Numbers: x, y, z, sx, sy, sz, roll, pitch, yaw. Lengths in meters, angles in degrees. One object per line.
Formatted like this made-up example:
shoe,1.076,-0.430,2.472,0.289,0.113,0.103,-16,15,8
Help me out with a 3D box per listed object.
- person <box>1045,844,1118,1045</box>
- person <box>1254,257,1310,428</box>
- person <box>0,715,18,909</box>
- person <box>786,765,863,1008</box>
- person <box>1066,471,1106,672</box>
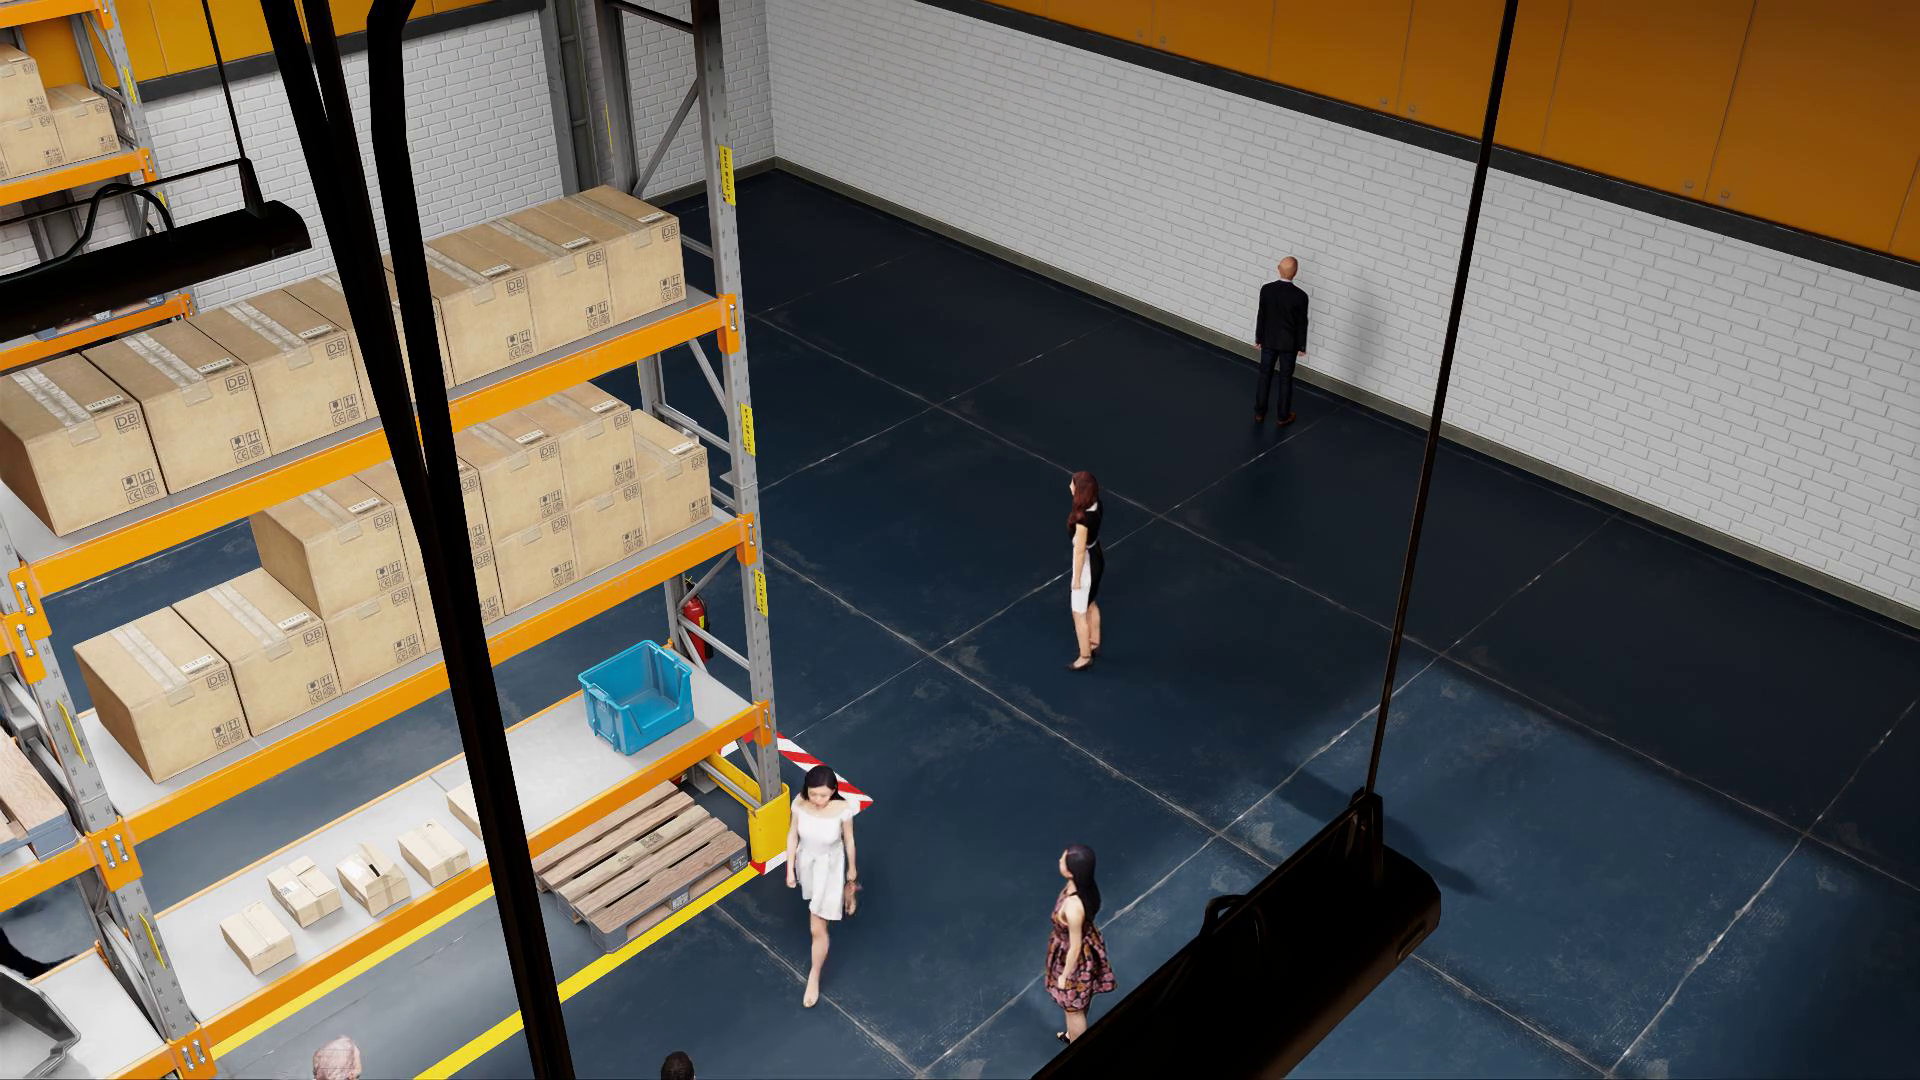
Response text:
person,0.671,2.476,9.880,0.856,1.774,0.776,7,34,11
person,3.188,-1.980,16.559,0.745,1.801,0.708,15,36,21
person,-6.281,1.607,11.189,0.659,1.771,0.996,29,43,36
person,-0.850,2.051,10.566,0.979,1.723,1.254,11,35,16
person,1.019,0.257,13.207,0.722,1.787,0.611,12,35,17
